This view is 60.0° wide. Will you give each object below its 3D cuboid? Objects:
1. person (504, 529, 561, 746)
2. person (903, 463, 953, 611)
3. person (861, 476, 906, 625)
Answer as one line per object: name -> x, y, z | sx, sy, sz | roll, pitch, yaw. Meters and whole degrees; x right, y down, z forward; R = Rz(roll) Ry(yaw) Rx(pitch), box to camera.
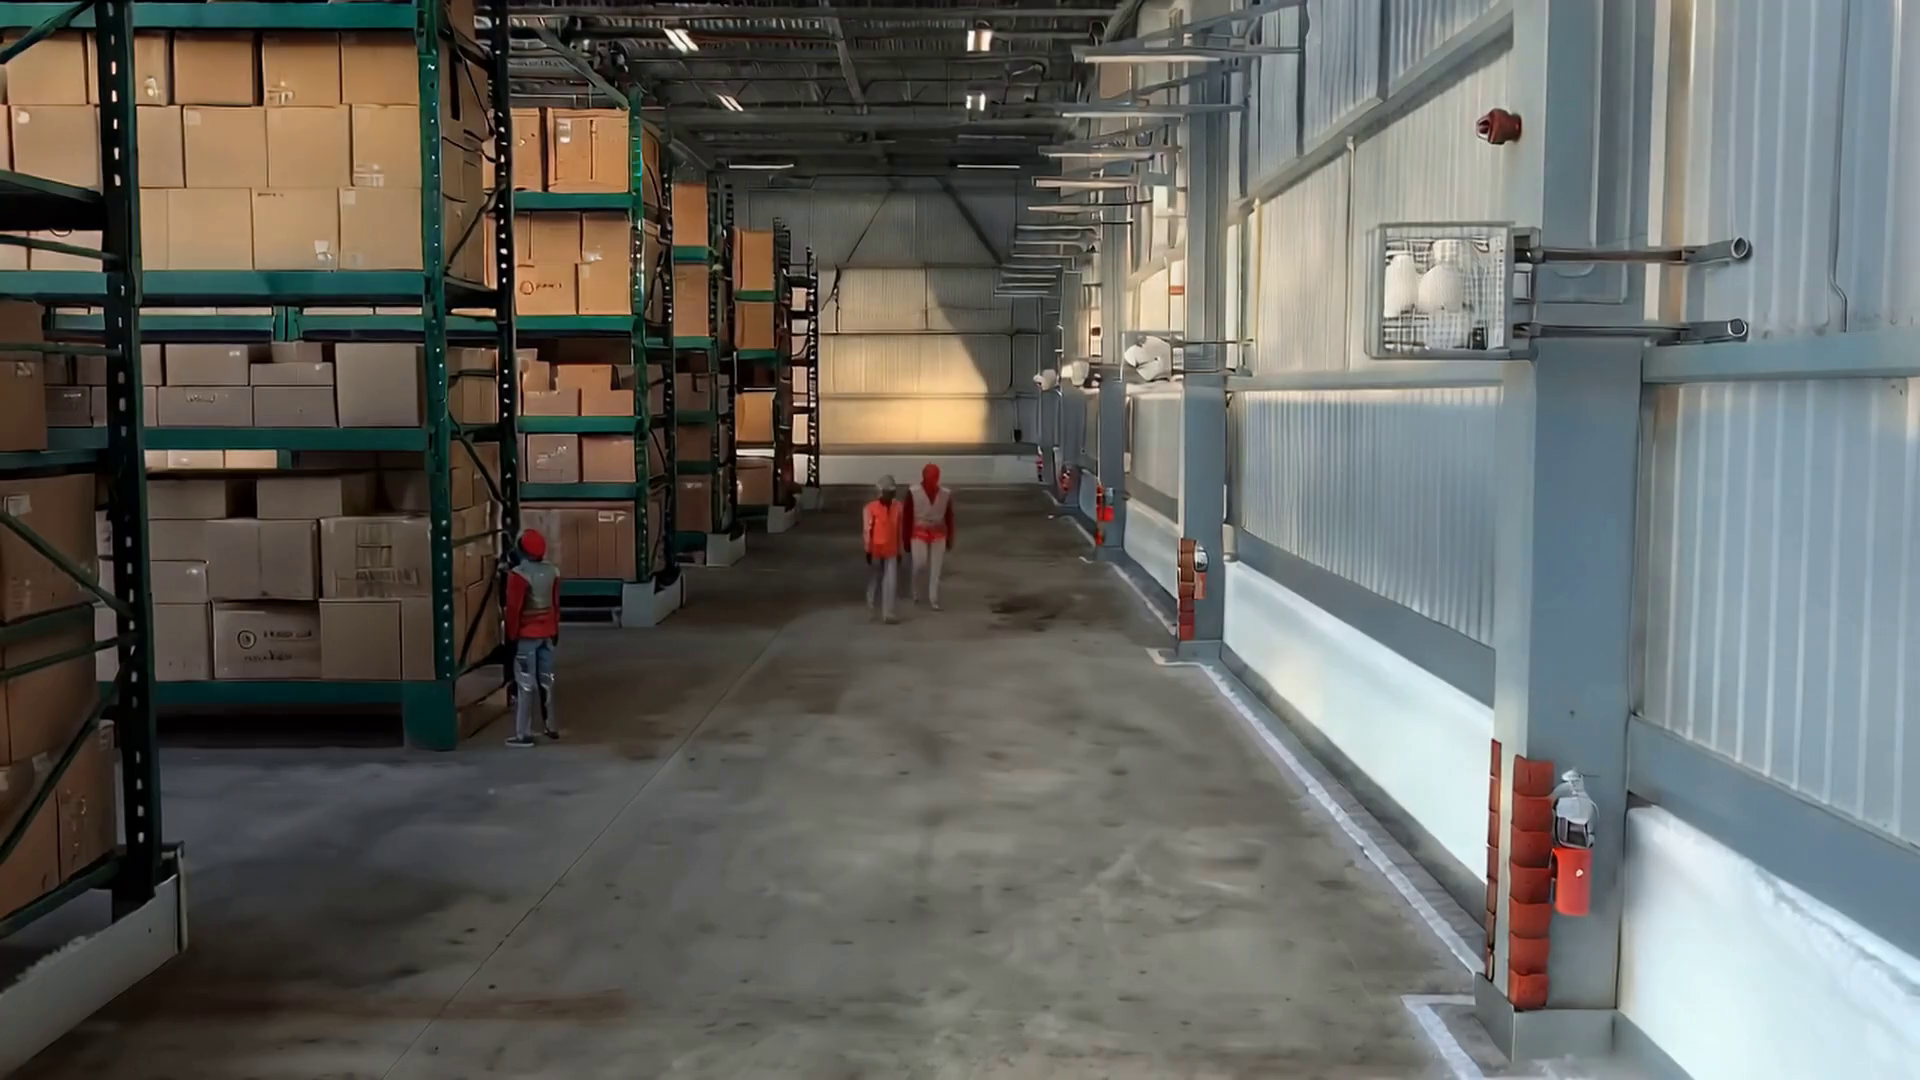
person -> -3.216, 0.733, 12.574 | 0.312, 1.632, 0.525 | 3, 6, 32
person -> -0.386, -0.036, 20.407 | 0.644, 1.824, 0.432 | -2, 5, -19
person -> -0.911, 0.125, 19.178 | 0.624, 1.721, 0.592 | -4, 6, -38
